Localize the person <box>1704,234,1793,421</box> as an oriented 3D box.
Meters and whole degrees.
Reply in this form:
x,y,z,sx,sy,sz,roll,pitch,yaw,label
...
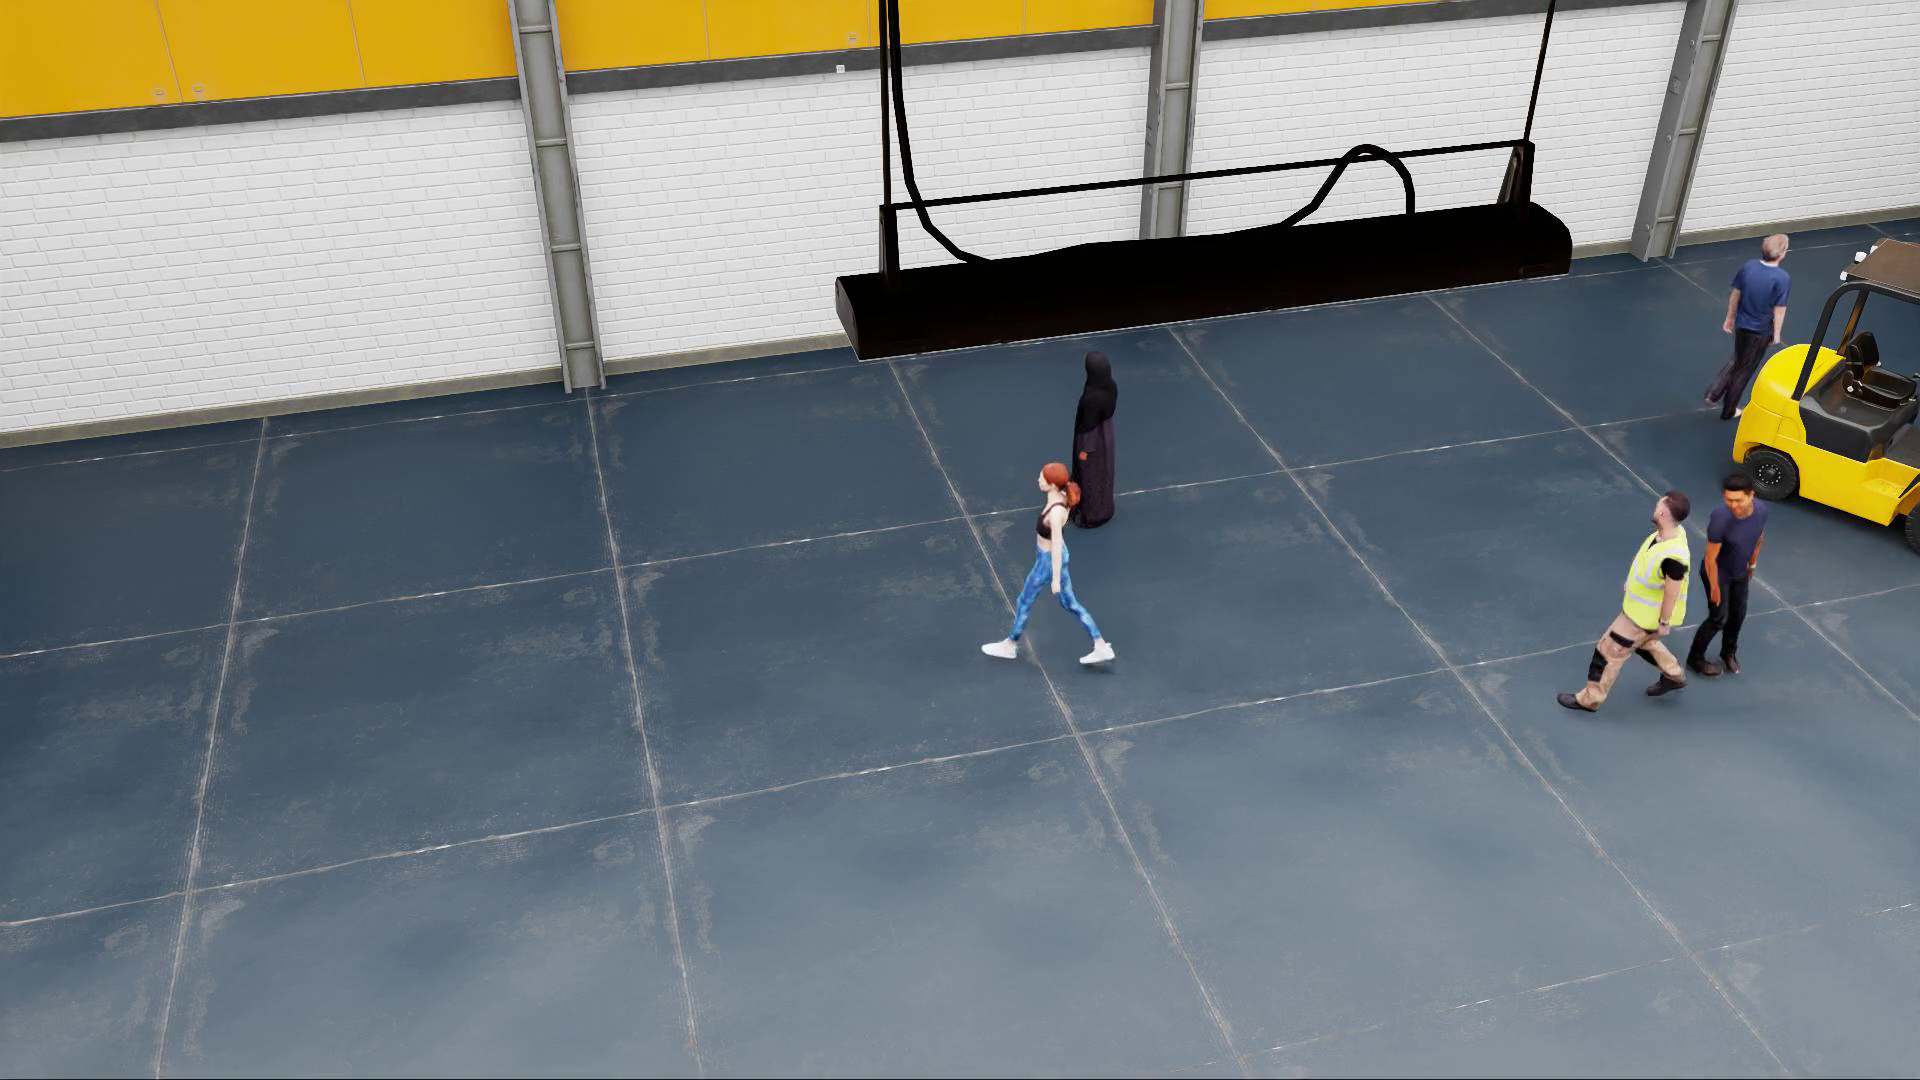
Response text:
x,y,z,sx,sy,sz,roll,pitch,yaw,label
7.235,-1.918,15.291,0.778,1.856,0.740,-17,37,-23,person

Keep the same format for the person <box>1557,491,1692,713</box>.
x,y,z,sx,sy,sz,roll,pitch,yaw,label
4.916,0.474,11.759,1.228,1.782,1.050,6,34,9,person

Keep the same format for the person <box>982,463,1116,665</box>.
x,y,z,sx,sy,sz,roll,pitch,yaw,label
0.759,0.232,12.164,1.299,1.738,0.973,6,34,9,person

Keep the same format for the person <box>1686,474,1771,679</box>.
x,y,z,sx,sy,sz,roll,pitch,yaw,label
5.532,0.243,12.152,0.577,1.733,0.819,-20,38,-27,person

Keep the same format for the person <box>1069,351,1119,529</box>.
x,y,z,sx,sy,sz,roll,pitch,yaw,label
1.137,-0.855,13.911,0.779,1.615,0.717,18,38,25,person
